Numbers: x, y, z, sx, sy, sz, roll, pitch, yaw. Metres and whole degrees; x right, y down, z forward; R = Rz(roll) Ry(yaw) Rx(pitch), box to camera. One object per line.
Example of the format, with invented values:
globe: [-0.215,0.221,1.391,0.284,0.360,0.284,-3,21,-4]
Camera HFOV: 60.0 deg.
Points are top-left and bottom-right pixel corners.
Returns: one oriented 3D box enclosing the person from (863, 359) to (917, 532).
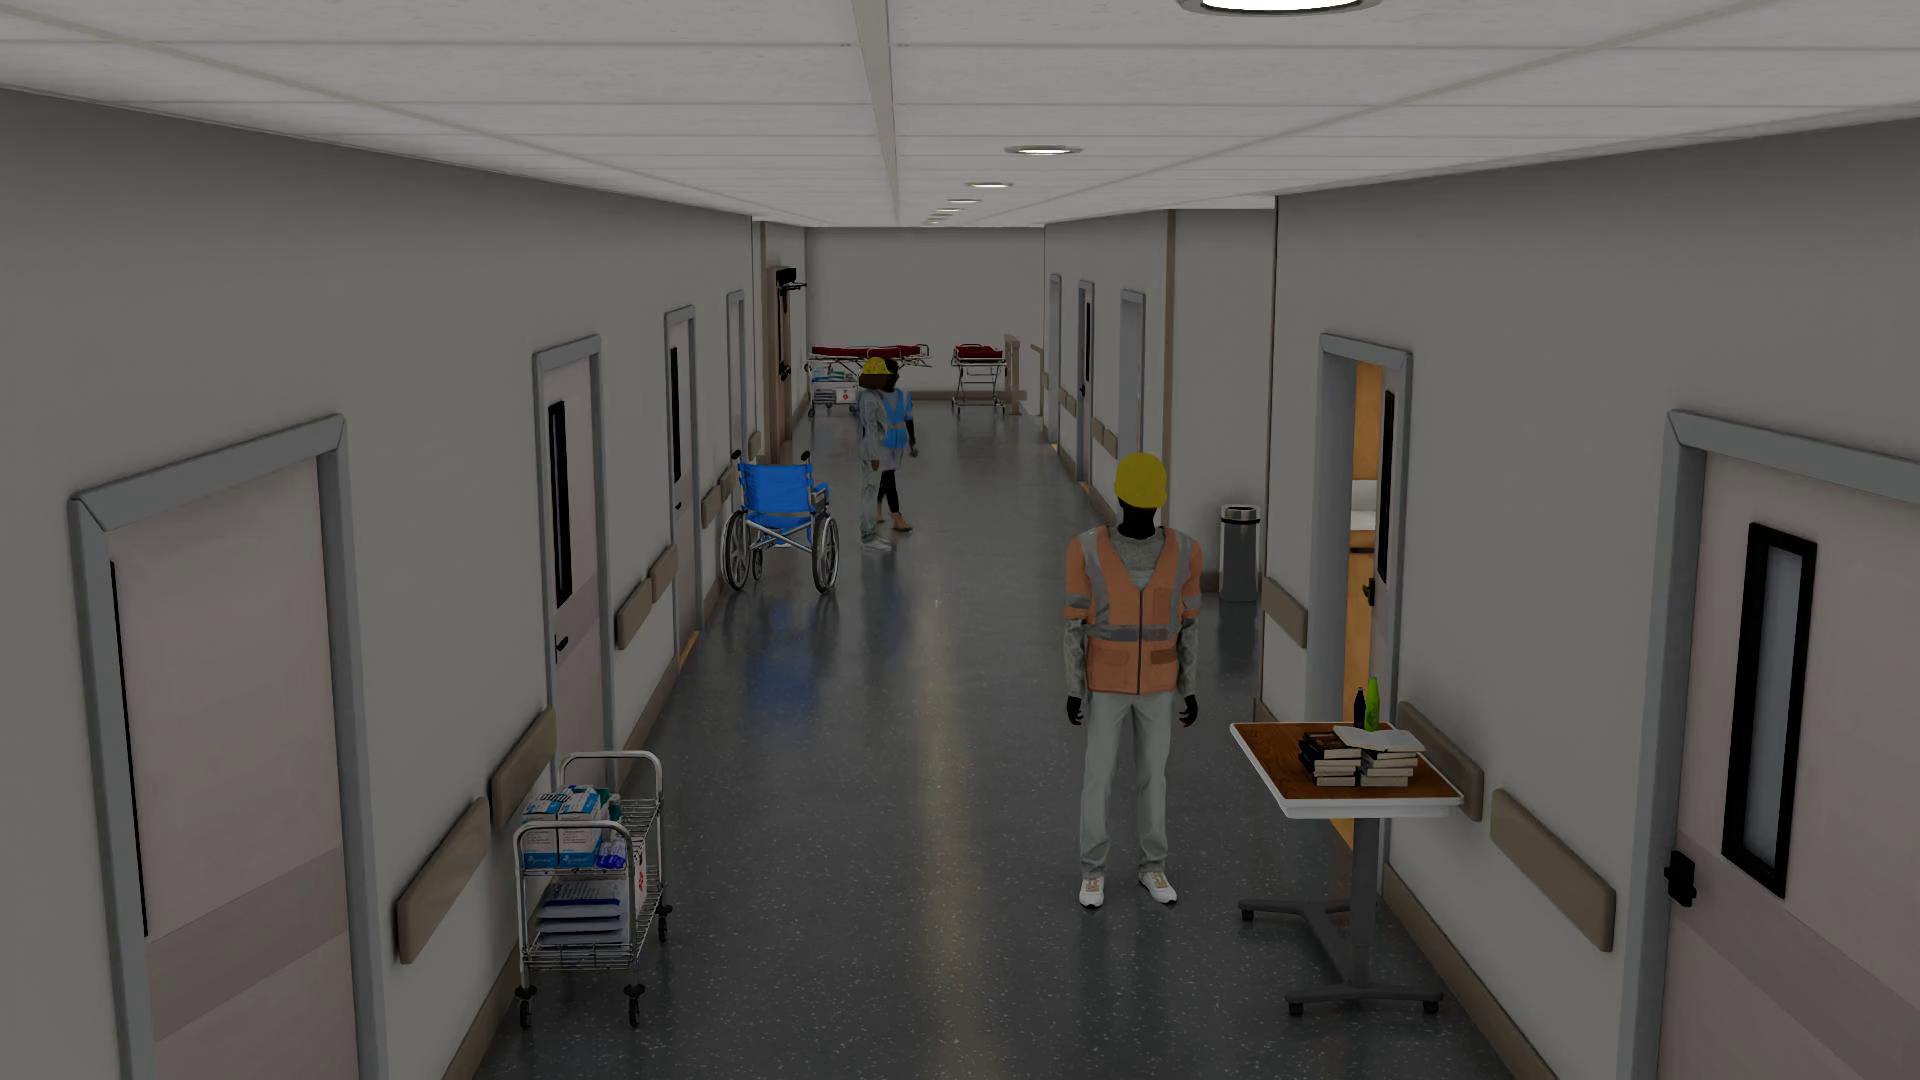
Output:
person: [-0.703,-0.939,16.176,0.543,1.654,0.862,-8,13,-36]

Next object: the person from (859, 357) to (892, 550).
person: [-0.765,-0.785,15.063,0.295,1.744,0.491,-1,10,-4]

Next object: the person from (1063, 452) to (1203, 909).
person: [0.724,0.583,6.948,0.585,1.921,0.373,-1,10,-7]
